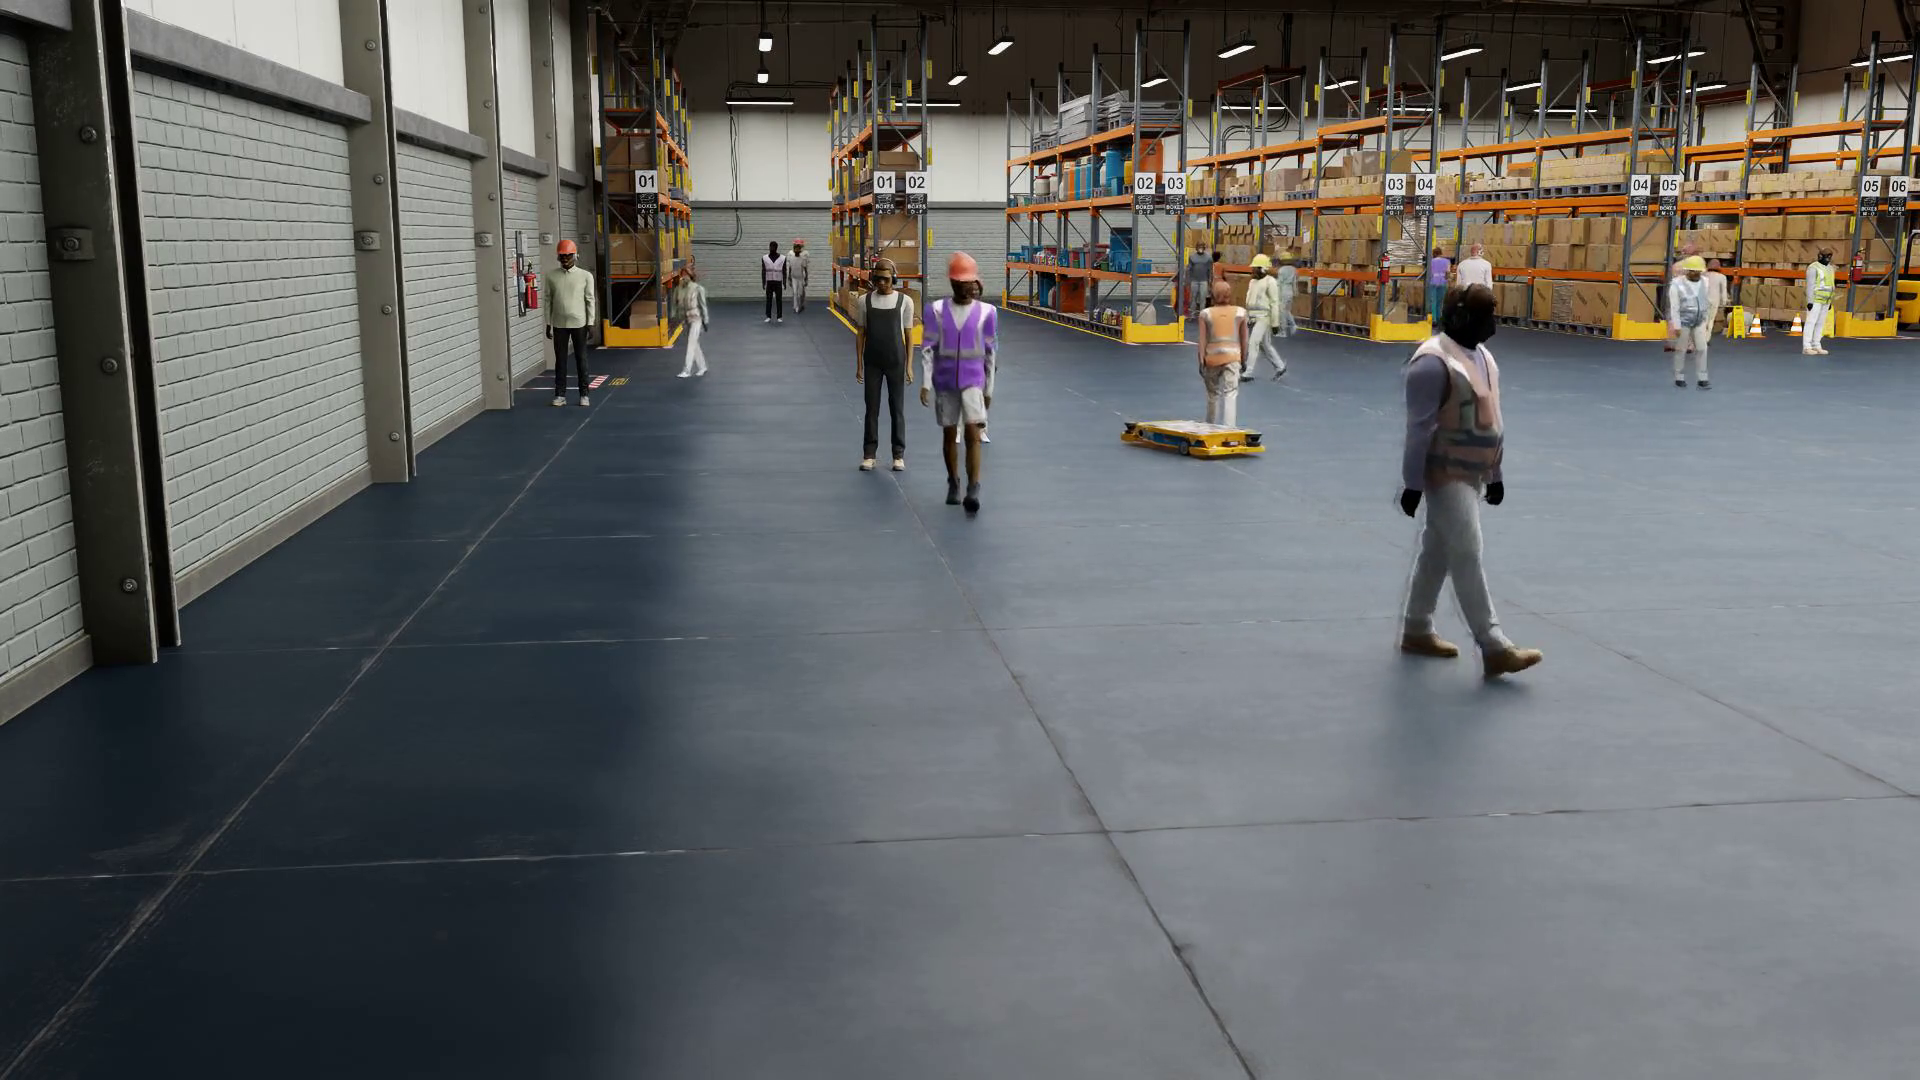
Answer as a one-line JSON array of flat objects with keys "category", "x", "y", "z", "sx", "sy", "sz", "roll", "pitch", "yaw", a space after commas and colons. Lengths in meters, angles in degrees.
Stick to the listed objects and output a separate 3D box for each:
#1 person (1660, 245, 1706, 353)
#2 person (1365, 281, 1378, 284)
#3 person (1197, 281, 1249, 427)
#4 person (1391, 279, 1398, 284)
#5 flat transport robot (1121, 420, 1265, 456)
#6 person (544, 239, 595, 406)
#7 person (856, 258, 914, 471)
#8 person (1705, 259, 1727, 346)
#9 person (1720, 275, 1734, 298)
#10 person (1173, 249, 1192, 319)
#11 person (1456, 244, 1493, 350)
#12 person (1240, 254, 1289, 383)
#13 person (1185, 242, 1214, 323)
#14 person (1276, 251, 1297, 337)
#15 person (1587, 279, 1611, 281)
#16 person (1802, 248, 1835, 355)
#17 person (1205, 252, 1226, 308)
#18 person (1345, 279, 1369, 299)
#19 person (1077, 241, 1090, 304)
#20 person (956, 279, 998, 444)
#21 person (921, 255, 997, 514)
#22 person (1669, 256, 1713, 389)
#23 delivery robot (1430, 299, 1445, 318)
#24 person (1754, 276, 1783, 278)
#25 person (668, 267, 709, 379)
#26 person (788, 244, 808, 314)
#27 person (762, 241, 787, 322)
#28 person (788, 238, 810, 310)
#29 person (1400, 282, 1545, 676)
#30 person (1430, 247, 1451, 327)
[{"category": "person", "x": 12.682, "y": -4.226, "z": 29.197, "sx": 0.676, "sy": 1.880, "sz": 0.736, "roll": -2, "pitch": 10, "yaw": -9}, {"category": "person", "x": 12.439, "y": -8.012, "z": 49.897, "sx": 0.925, "sy": 1.911, "sz": 0.638, "roll": 0, "pitch": 10, "yaw": -2}, {"category": "person", "x": 2.618, "y": -1.768, "z": 16.501, "sx": 0.518, "sy": 1.602, "sz": 0.810, "roll": 1, "pitch": 10, "yaw": 6}, {"category": "person", "x": 12.835, "y": -7.754, "z": 48.610, "sx": 0.515, "sy": 1.860, "sz": 0.325, "roll": -1, "pitch": 10, "yaw": -4}, {"category": "flat transport robot", "x": 2.203, "y": -0.986, "z": 15.854, "sx": 0.652, "sy": 0.197, "sz": 1.431, "roll": -6, "pitch": 12, "yaw": -28}, {"category": "person", "x": -4.694, "y": -2.603, "z": 19.990, "sx": 0.612, "sy": 1.995, "sz": 0.376, "roll": 0, "pitch": 10, "yaw": 0}, {"category": "person", "x": -0.654, "y": -1.516, "z": 14.458, "sx": 0.505, "sy": 1.840, "sz": 0.346, "roll": 1, "pitch": 10, "yaw": 4}, {"category": "person", "x": 14.086, "y": -4.447, "z": 31.139, "sx": 0.534, "sy": 1.603, "sz": 0.711, "roll": 8, "pitch": 13, "yaw": 38}, {"category": "person", "x": 19.753, "y": -6.738, "z": 42.704, "sx": 0.612, "sy": 1.976, "sz": 0.521, "roll": -1, "pitch": 10, "yaw": -6}, {"category": "person", "x": 5.531, "y": -6.336, "z": 41.113, "sx": 0.537, "sy": 1.748, "sz": 0.494, "roll": -2, "pitch": 10, "yaw": -9}, {"category": "person", "x": 9.105, "y": -4.274, "z": 29.413, "sx": 0.636, "sy": 1.903, "sz": 0.404, "roll": 8, "pitch": 13, "yaw": 37}, {"category": "person", "x": 4.240, "y": -3.085, "z": 23.186, "sx": 0.899, "sy": 1.798, "sz": 0.583, "roll": -3, "pitch": 11, "yaw": -16}, {"category": "person", "x": 5.637, "y": -6.050, "z": 39.195, "sx": 0.654, "sy": 1.905, "sz": 0.875, "roll": 2, "pitch": 11, "yaw": 11}, {"category": "person", "x": 6.588, "y": -4.966, "z": 33.650, "sx": 0.503, "sy": 1.728, "sz": 0.402, "roll": -7, "pitch": 12, "yaw": -33}, {"category": "person", "x": 15.678, "y": -6.420, "z": 40.786, "sx": 0.615, "sy": 2.039, "sz": 0.386, "roll": 0, "pitch": 10, "yaw": 1}, {"category": "person", "x": 14.855, "y": -4.118, "z": 28.726, "sx": 0.623, "sy": 1.841, "sz": 0.430, "roll": -6, "pitch": 12, "yaw": -30}, {"category": "person", "x": 6.212, "y": -6.202, "z": 40.641, "sx": 0.552, "sy": 1.650, "sz": 0.860, "roll": -4, "pitch": 11, "yaw": -20}, {"category": "person", "x": 10.320, "y": -6.790, "z": 43.209, "sx": 0.638, "sy": 1.902, "sz": 0.406, "roll": -1, "pitch": 10, "yaw": -4}, {"category": "person", "x": 3.539, "y": -7.319, "z": 46.068, "sx": 0.647, "sy": 1.917, "sz": 0.831, "roll": -2, "pitch": 11, "yaw": -10}, {"category": "person", "x": 0.118, "y": -1.769, "z": 16.384, "sx": 0.513, "sy": 1.642, "sz": 0.313, "roll": -1, "pitch": 10, "yaw": -8}, {"category": "person", "x": -0.007, "y": -1.150, "z": 12.317, "sx": 0.556, "sy": 1.887, "sz": 0.953, "roll": 1, "pitch": 10, "yaw": 3}, {"category": "person", "x": 9.744, "y": -2.882, "z": 22.123, "sx": 0.634, "sy": 1.779, "sz": 0.749, "roll": -1, "pitch": 10, "yaw": -5}, {"category": "delivery robot", "x": 11.380, "y": -5.440, "z": 39.235, "sx": 0.477, "sy": 0.478, "sz": 0.707, "roll": -1, "pitch": 10, "yaw": -7}, {"category": "person", "x": 19.288, "y": -6.209, "z": 39.634, "sx": 0.688, "sy": 2.000, "sz": 0.539, "roll": 2, "pitch": 11, "yaw": 10}, {"category": "person", "x": -3.894, "y": -3.155, "z": 24.116, "sx": 0.513, "sy": 1.602, "sz": 0.846, "roll": 6, "pitch": 12, "yaw": 29}, {"category": "person", "x": -4.301, "y": -6.918, "z": 44.058, "sx": 0.510, "sy": 1.854, "sz": 0.511, "roll": 0, "pitch": 10, "yaw": -2}, {"category": "person", "x": -4.413, "y": -6.134, "z": 39.566, "sx": 0.590, "sy": 1.917, "sz": 0.398, "roll": 0, "pitch": 10, "yaw": -1}, {"category": "person", "x": -4.465, "y": -7.357, "z": 46.112, "sx": 0.608, "sy": 1.988, "sz": 1.115, "roll": -1, "pitch": 10, "yaw": -5}, {"category": "person", "x": 2.434, "y": -0.281, "z": 7.774, "sx": 0.839, "sy": 1.807, "sz": 0.656, "roll": 9, "pitch": 13, "yaw": 39}, {"category": "person", "x": 10.835, "y": -5.735, "z": 37.747, "sx": 0.612, "sy": 1.790, "sz": 0.998, "roll": 1, "pitch": 10, "yaw": 8}]
